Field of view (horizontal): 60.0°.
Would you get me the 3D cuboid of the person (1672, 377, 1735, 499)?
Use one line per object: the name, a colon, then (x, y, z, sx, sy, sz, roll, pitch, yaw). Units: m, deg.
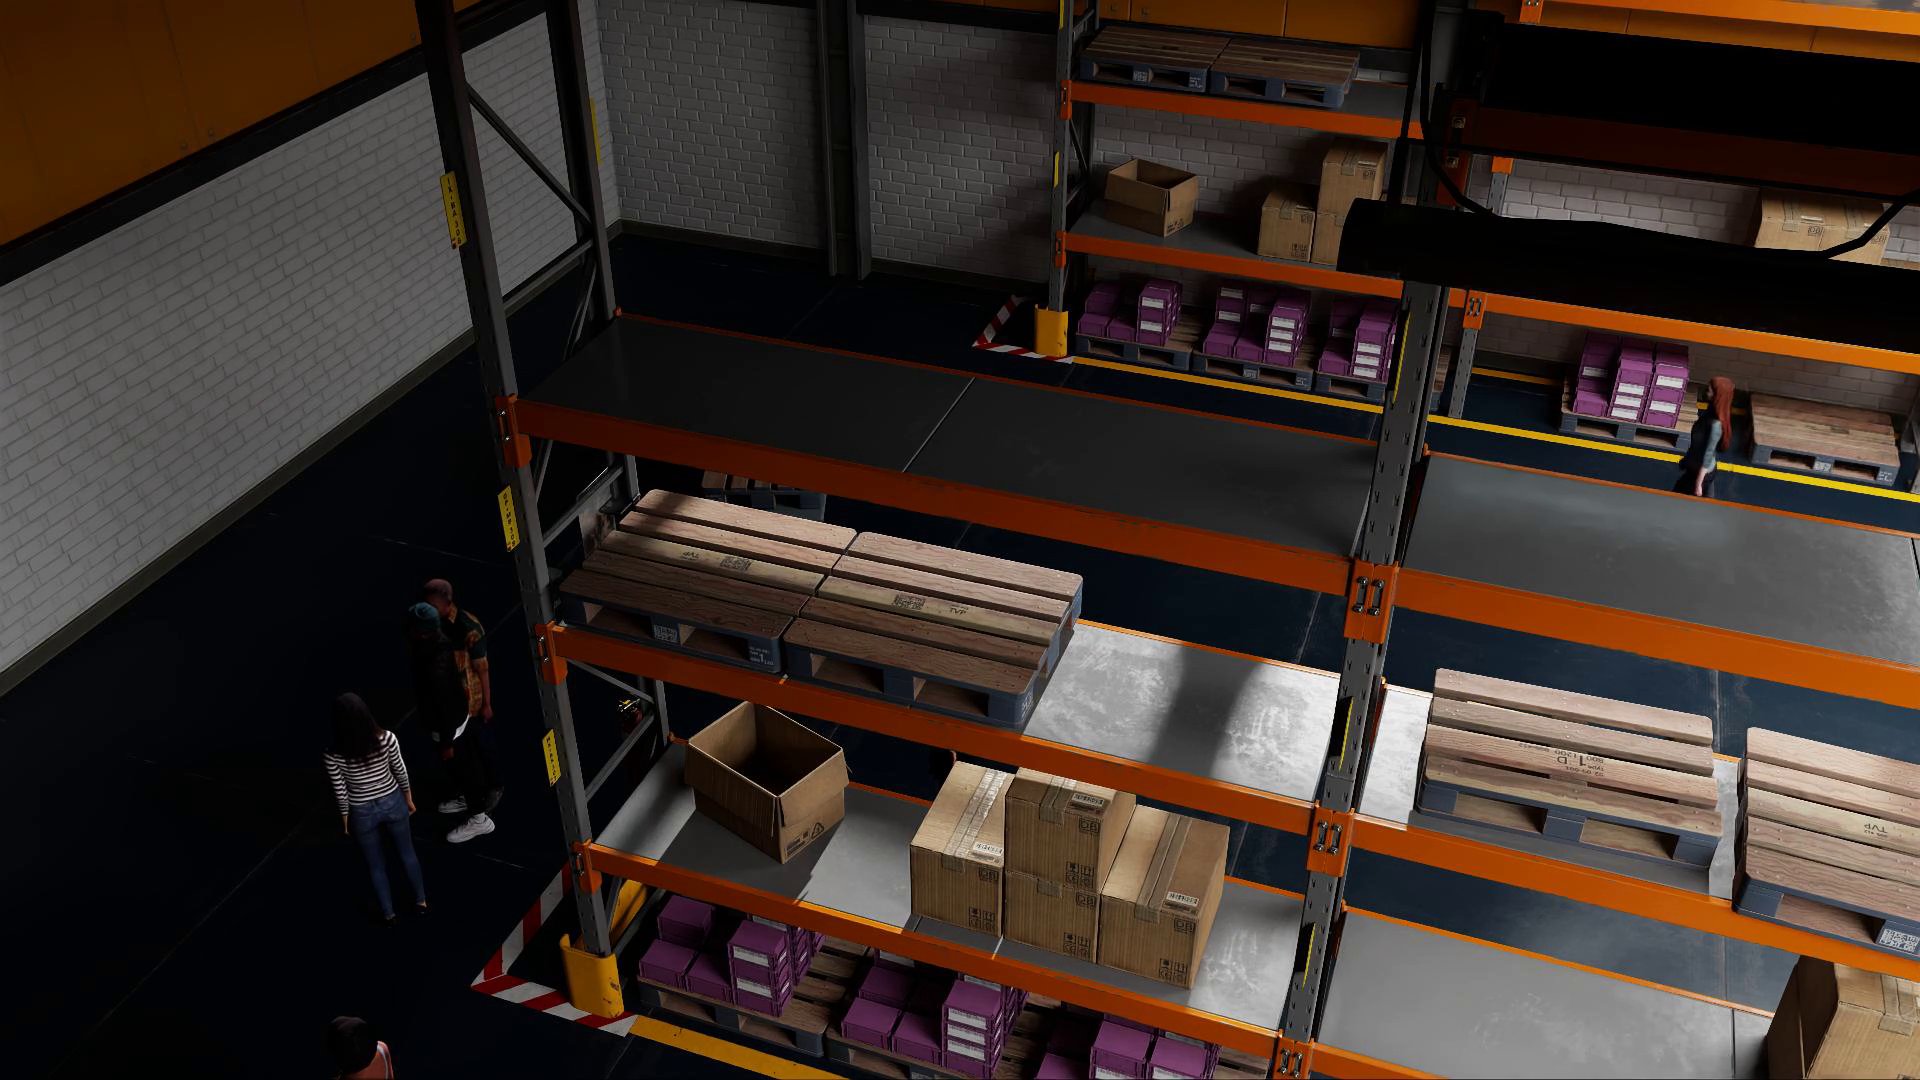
person: (5.974, -0.512, 13.291, 1.052, 1.724, 0.680, 17, 37, 24)

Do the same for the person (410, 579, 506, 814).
person: (-3.288, 1.004, 10.936, 0.597, 1.806, 0.761, 9, 35, 14)

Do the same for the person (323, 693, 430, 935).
person: (-3.496, 1.645, 9.979, 0.637, 1.797, 0.675, -18, 37, -24)

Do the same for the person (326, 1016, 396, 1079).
person: (-2.855, 2.930, 8.137, 0.520, 1.696, 0.569, 13, 36, 18)

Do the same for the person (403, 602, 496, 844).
person: (-3.309, 1.151, 10.705, 0.797, 1.817, 0.750, -13, 36, -18)
